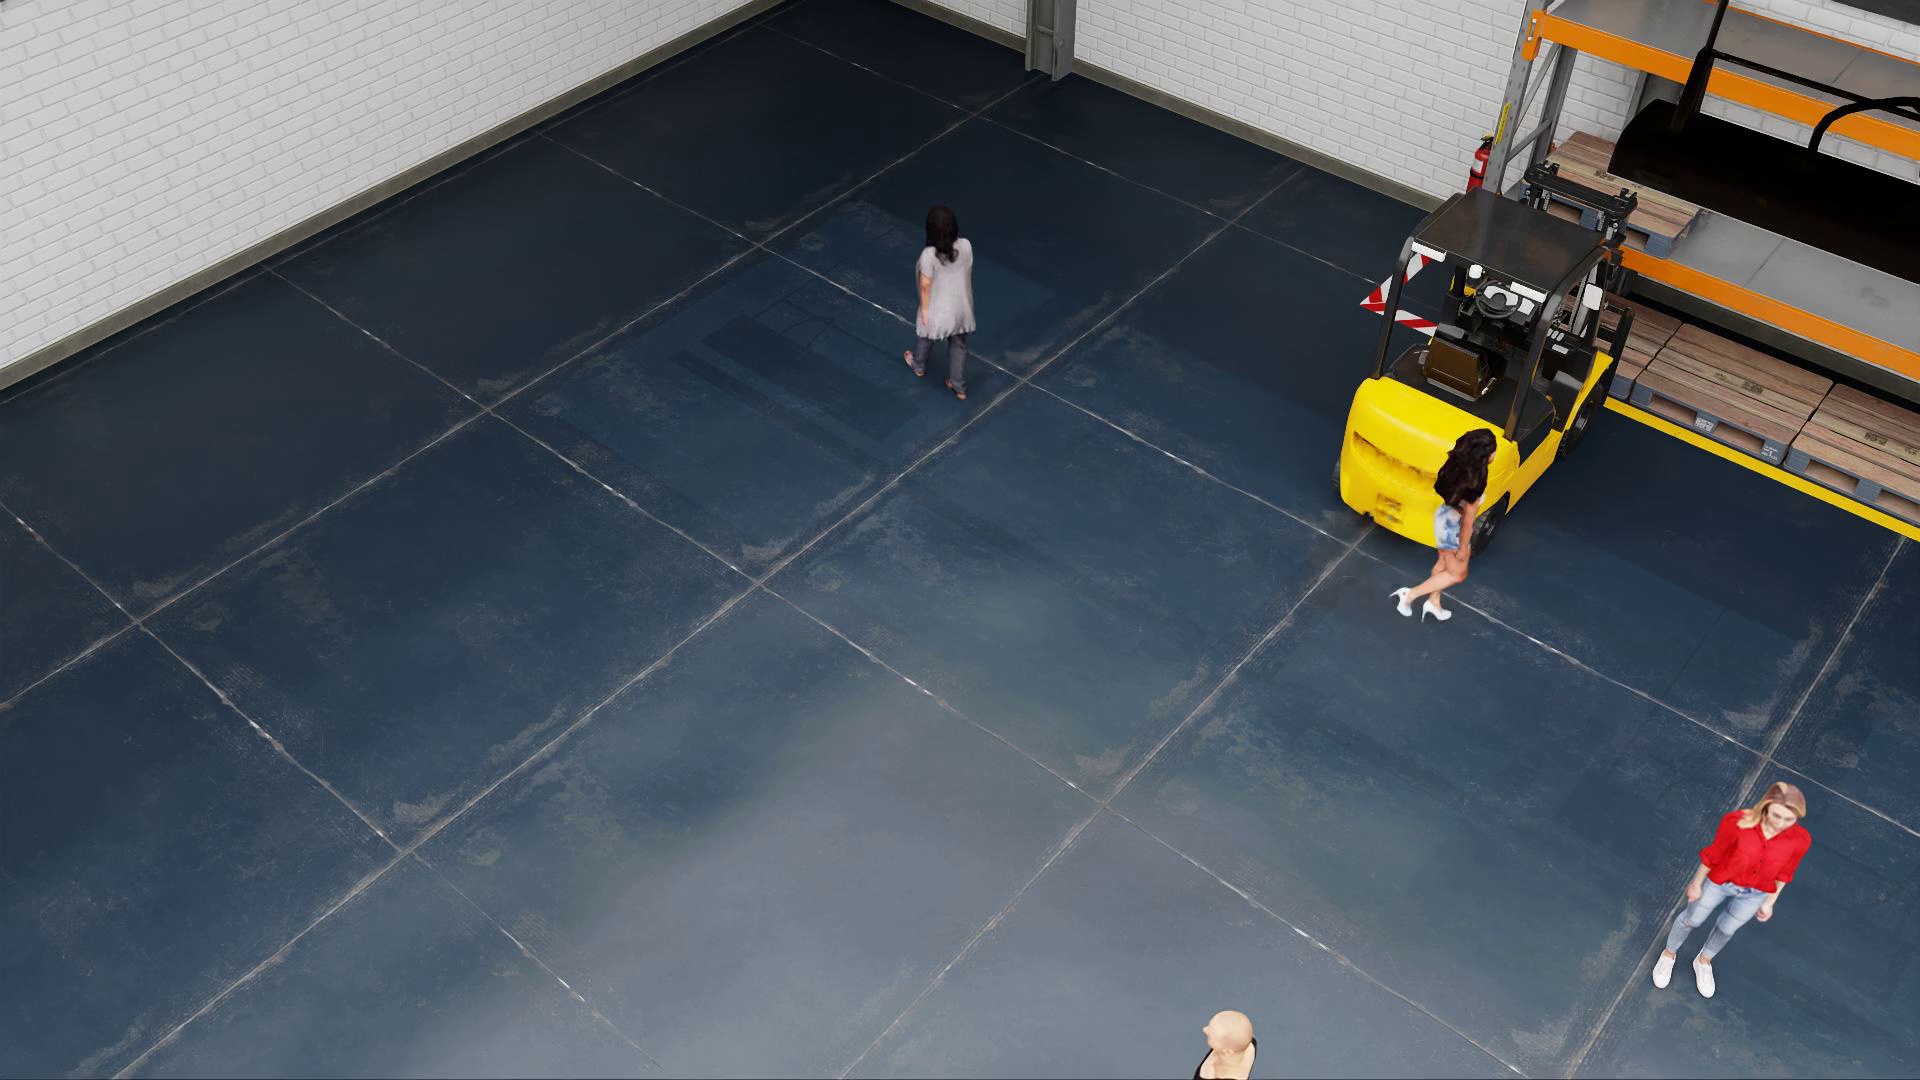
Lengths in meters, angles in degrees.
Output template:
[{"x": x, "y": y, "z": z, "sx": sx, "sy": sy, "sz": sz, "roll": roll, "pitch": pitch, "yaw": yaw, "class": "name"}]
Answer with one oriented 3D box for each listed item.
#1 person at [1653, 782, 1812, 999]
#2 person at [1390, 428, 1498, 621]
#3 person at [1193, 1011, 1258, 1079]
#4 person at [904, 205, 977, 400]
[{"x": 4.108, "y": 1.832, "z": 8.820, "sx": 0.589, "sy": 1.704, "sz": 0.744, "roll": 12, "pitch": 45, "yaw": 12, "class": "person"}, {"x": 3.151, "y": -0.055, "z": 10.879, "sx": 0.817, "sy": 1.596, "sz": 0.747, "roll": 3, "pitch": 44, "yaw": 3, "class": "person"}, {"x": 1.207, "y": 2.746, "z": 7.780, "sx": 0.661, "sy": 1.815, "sz": 0.699, "roll": 11, "pitch": 45, "yaw": 12, "class": "person"}, {"x": -0.076, "y": -1.755, "z": 12.675, "sx": 0.823, "sy": 1.580, "sz": 0.991, "roll": -22, "pitch": 48, "yaw": -21, "class": "person"}]
